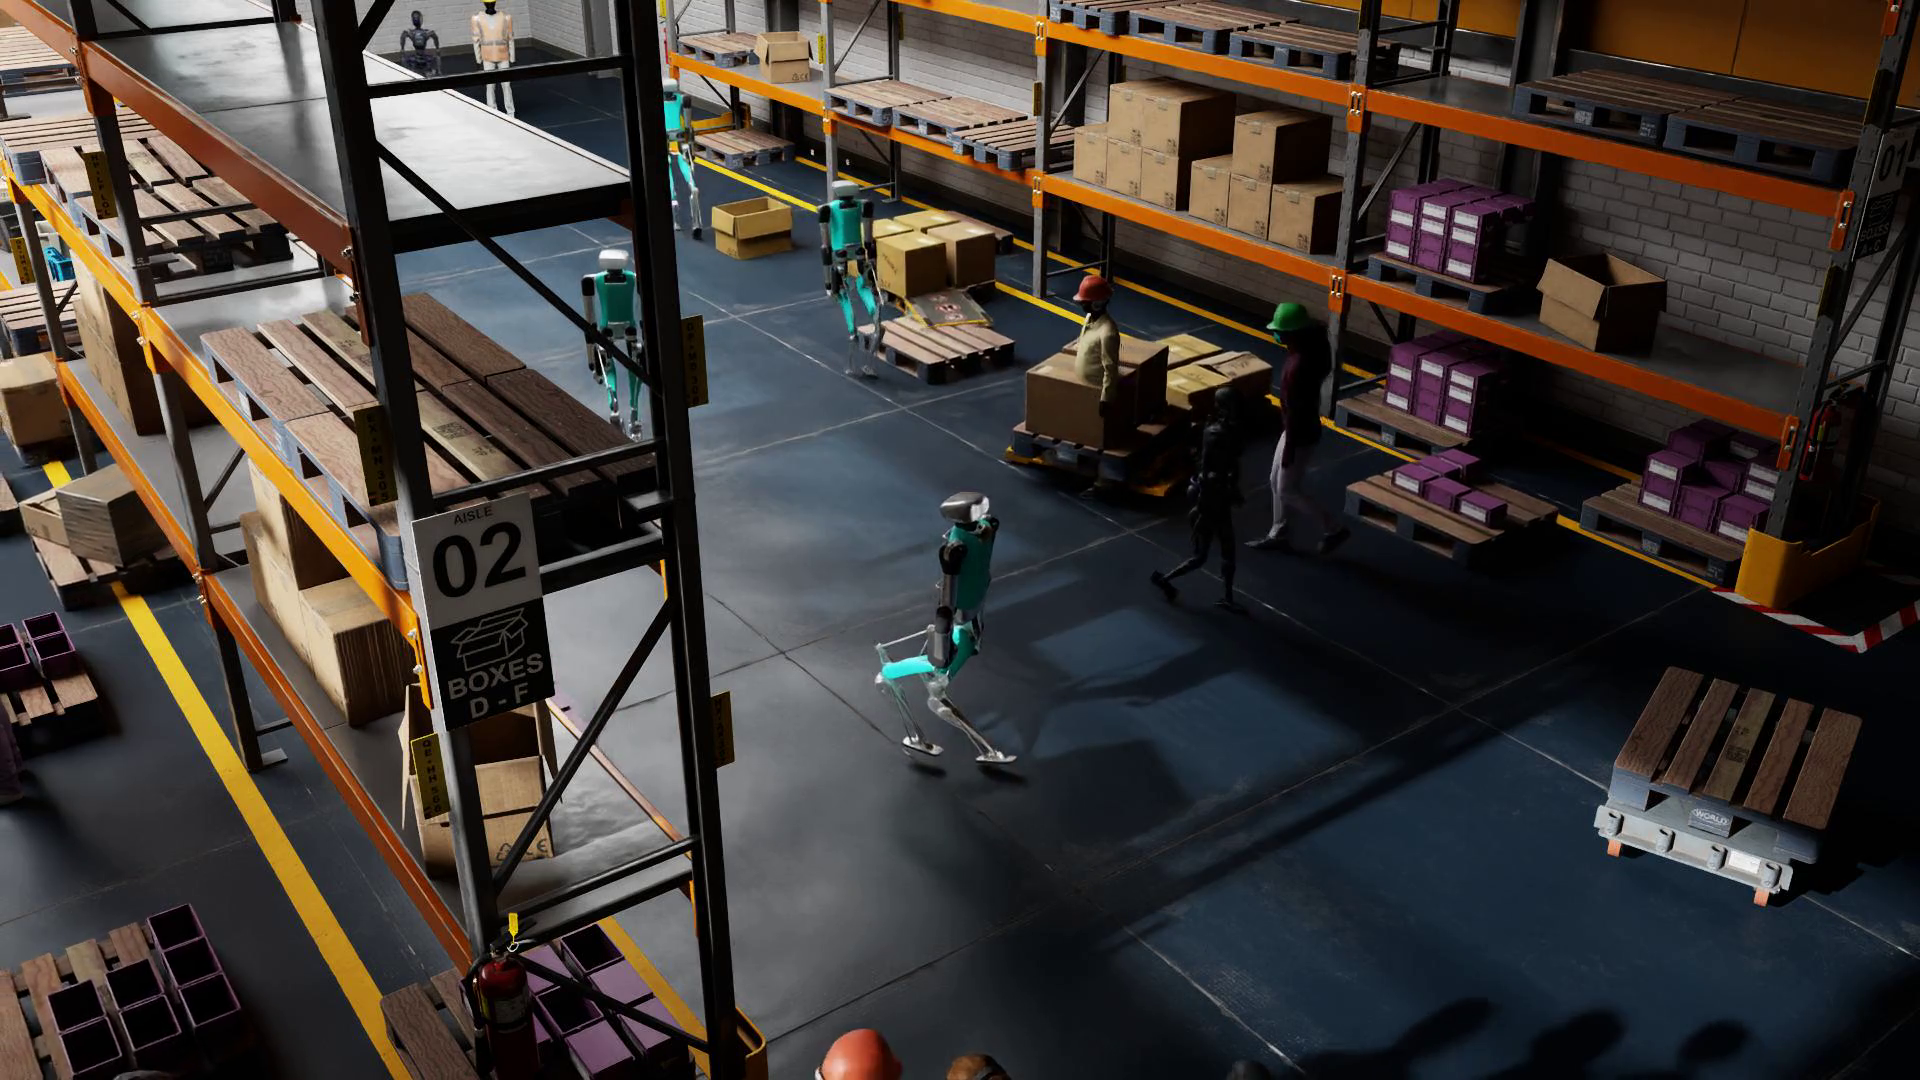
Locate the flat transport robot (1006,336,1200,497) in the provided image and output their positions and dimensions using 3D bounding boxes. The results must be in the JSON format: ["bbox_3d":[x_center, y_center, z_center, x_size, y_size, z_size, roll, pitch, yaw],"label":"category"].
[{"bbox_3d":[1.144,-0.686,13.352,1.431,0.231,0.659,16,31,29],"label":"flat transport robot"}]

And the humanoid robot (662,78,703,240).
[{"bbox_3d":[-3.177,-4.282,18.884,0.532,1.765,0.957,-11,29,-21],"label":"humanoid robot"}]

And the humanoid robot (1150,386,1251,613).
[{"bbox_3d":[1.653,-0.293,11.040,0.668,1.633,0.608,15,30,27],"label":"humanoid robot"}]

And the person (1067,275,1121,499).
[{"bbox_3d":[1.016,-1.171,12.665,0.336,1.747,0.572,-6,27,-11],"label":"person"}]

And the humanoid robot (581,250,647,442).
[{"bbox_3d":[-2.645,-1.358,13.052,0.550,1.736,1.008,-6,27,-12],"label":"humanoid robot"}]

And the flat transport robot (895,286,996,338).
[{"bbox_3d":[-0.149,-2.209,16.381,0.659,0.231,1.431,-8,28,-15],"label":"flat transport robot"}]

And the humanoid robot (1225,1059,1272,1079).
[{"bbox_3d":[0.856,2.393,5.680,0.611,1.644,0.575,-4,27,-8],"label":"humanoid robot"}]

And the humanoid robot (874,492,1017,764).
[{"bbox_3d":[-0.126,0.529,9.300,0.918,1.763,0.545,12,29,23],"label":"humanoid robot"}]

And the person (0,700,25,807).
[{"bbox_3d":[-5.476,0.588,9.010,0.405,1.900,0.637,-15,30,-27],"label":"person"}]

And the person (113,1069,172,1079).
[{"bbox_3d":[-2.415,2.457,5.356,0.433,1.823,0.548,8,28,16],"label":"person"}]

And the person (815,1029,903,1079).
[{"bbox_3d":[-0.356,2.341,5.703,0.554,1.723,0.626,9,28,18],"label":"person"}]

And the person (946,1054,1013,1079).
[{"bbox_3d":[0.069,2.404,5.451,0.632,1.846,0.429,-11,29,-20],"label":"person"}]

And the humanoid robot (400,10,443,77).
[{"bbox_3d":[-7.725,-6.767,23.884,0.605,1.645,0.421,-6,27,-11],"label":"humanoid robot"}]

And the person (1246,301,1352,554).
[{"bbox_3d":[2.420,-0.737,11.619,0.672,1.918,0.508,5,27,10],"label":"person"}]

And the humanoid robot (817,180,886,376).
[{"bbox_3d":[-0.896,-2.259,14.873,0.539,1.779,0.817,-13,30,-24],"label":"humanoid robot"}]

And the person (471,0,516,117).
[{"bbox_3d":[-6.703,-6.972,24.008,0.584,1.929,0.356,-8,28,-15],"label":"person"}]
